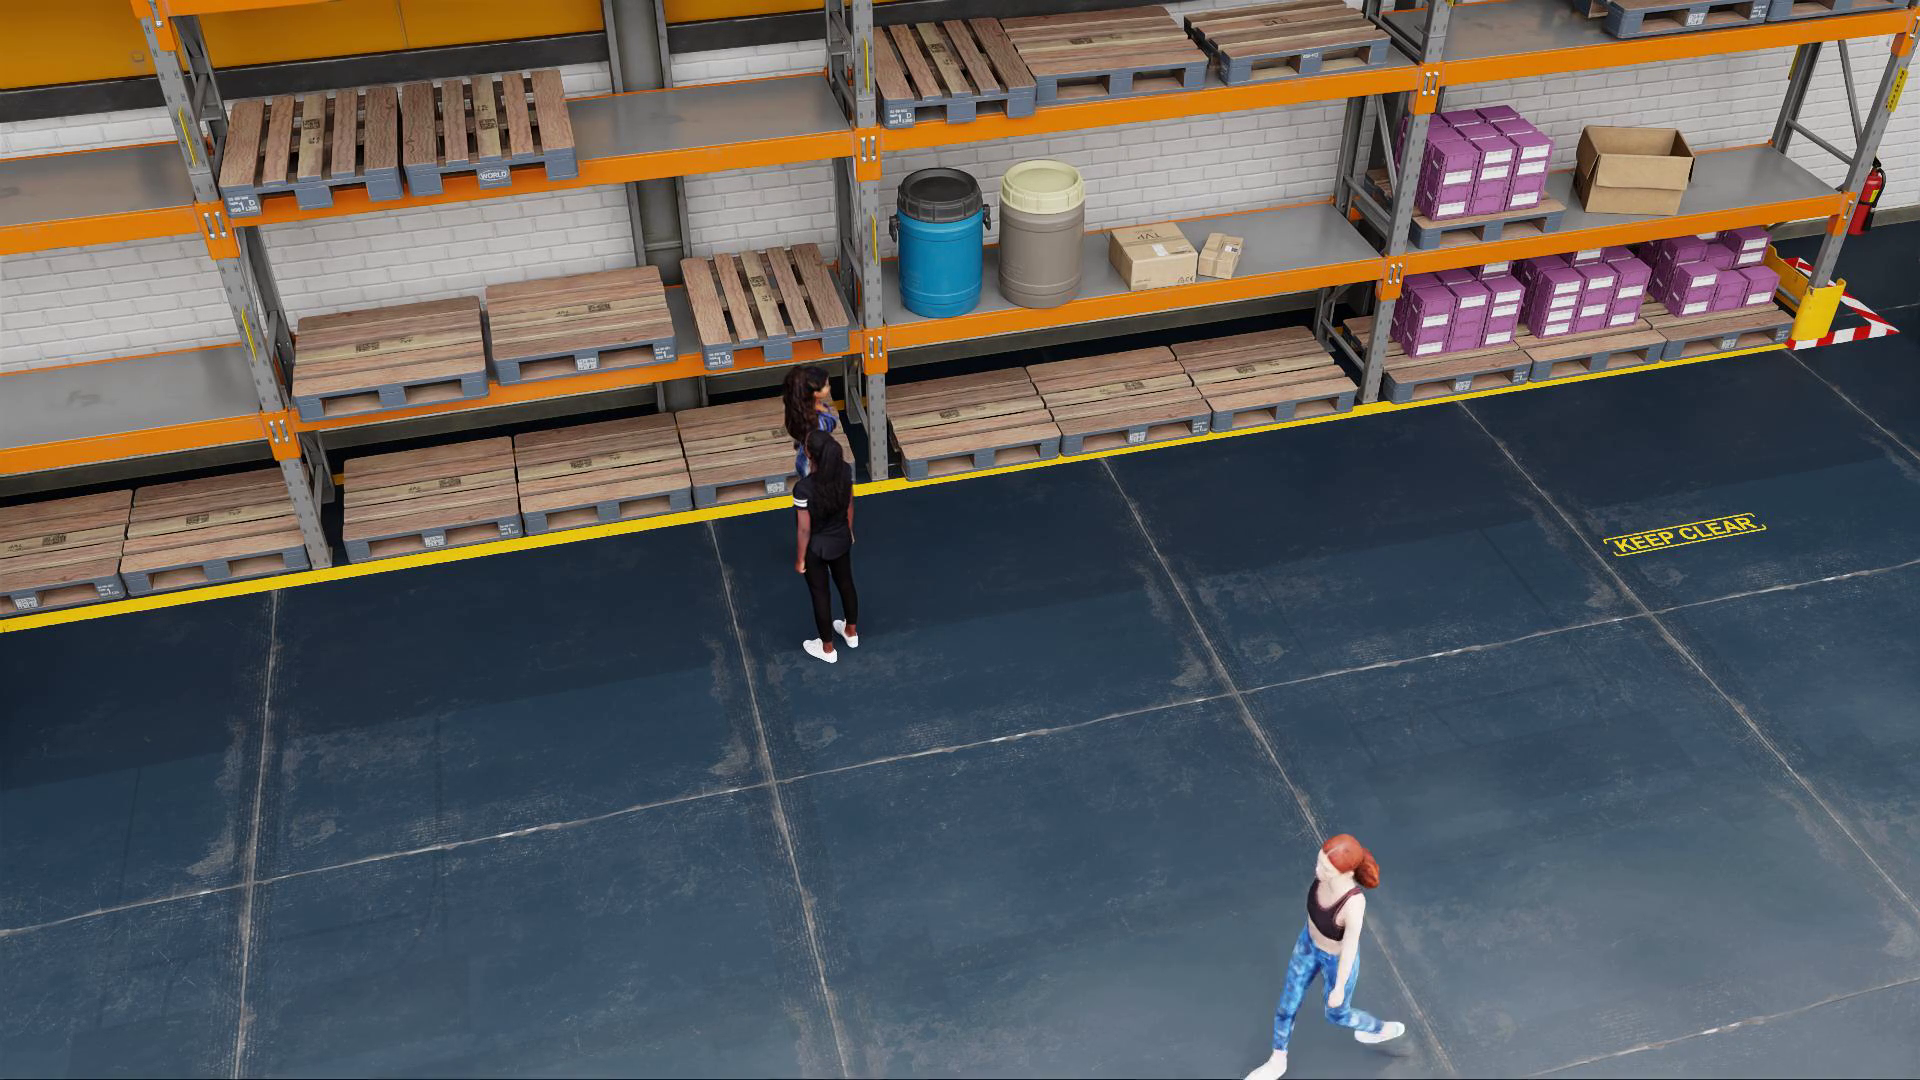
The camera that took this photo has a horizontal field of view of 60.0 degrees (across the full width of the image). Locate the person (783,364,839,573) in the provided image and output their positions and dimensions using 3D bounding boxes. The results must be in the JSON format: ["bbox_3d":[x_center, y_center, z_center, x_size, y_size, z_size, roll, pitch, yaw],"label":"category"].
[{"bbox_3d":[-0.969,-0.486,11.188,0.619,1.619,0.662,-18,42,-21],"label":"person"}]

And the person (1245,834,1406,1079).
[{"bbox_3d":[1.834,2.011,7.959,1.095,1.757,0.622,-10,40,-12],"label":"person"}]

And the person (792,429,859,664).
[{"bbox_3d":[-0.844,0.028,10.457,0.652,1.729,0.762,-31,48,-33],"label":"person"}]
